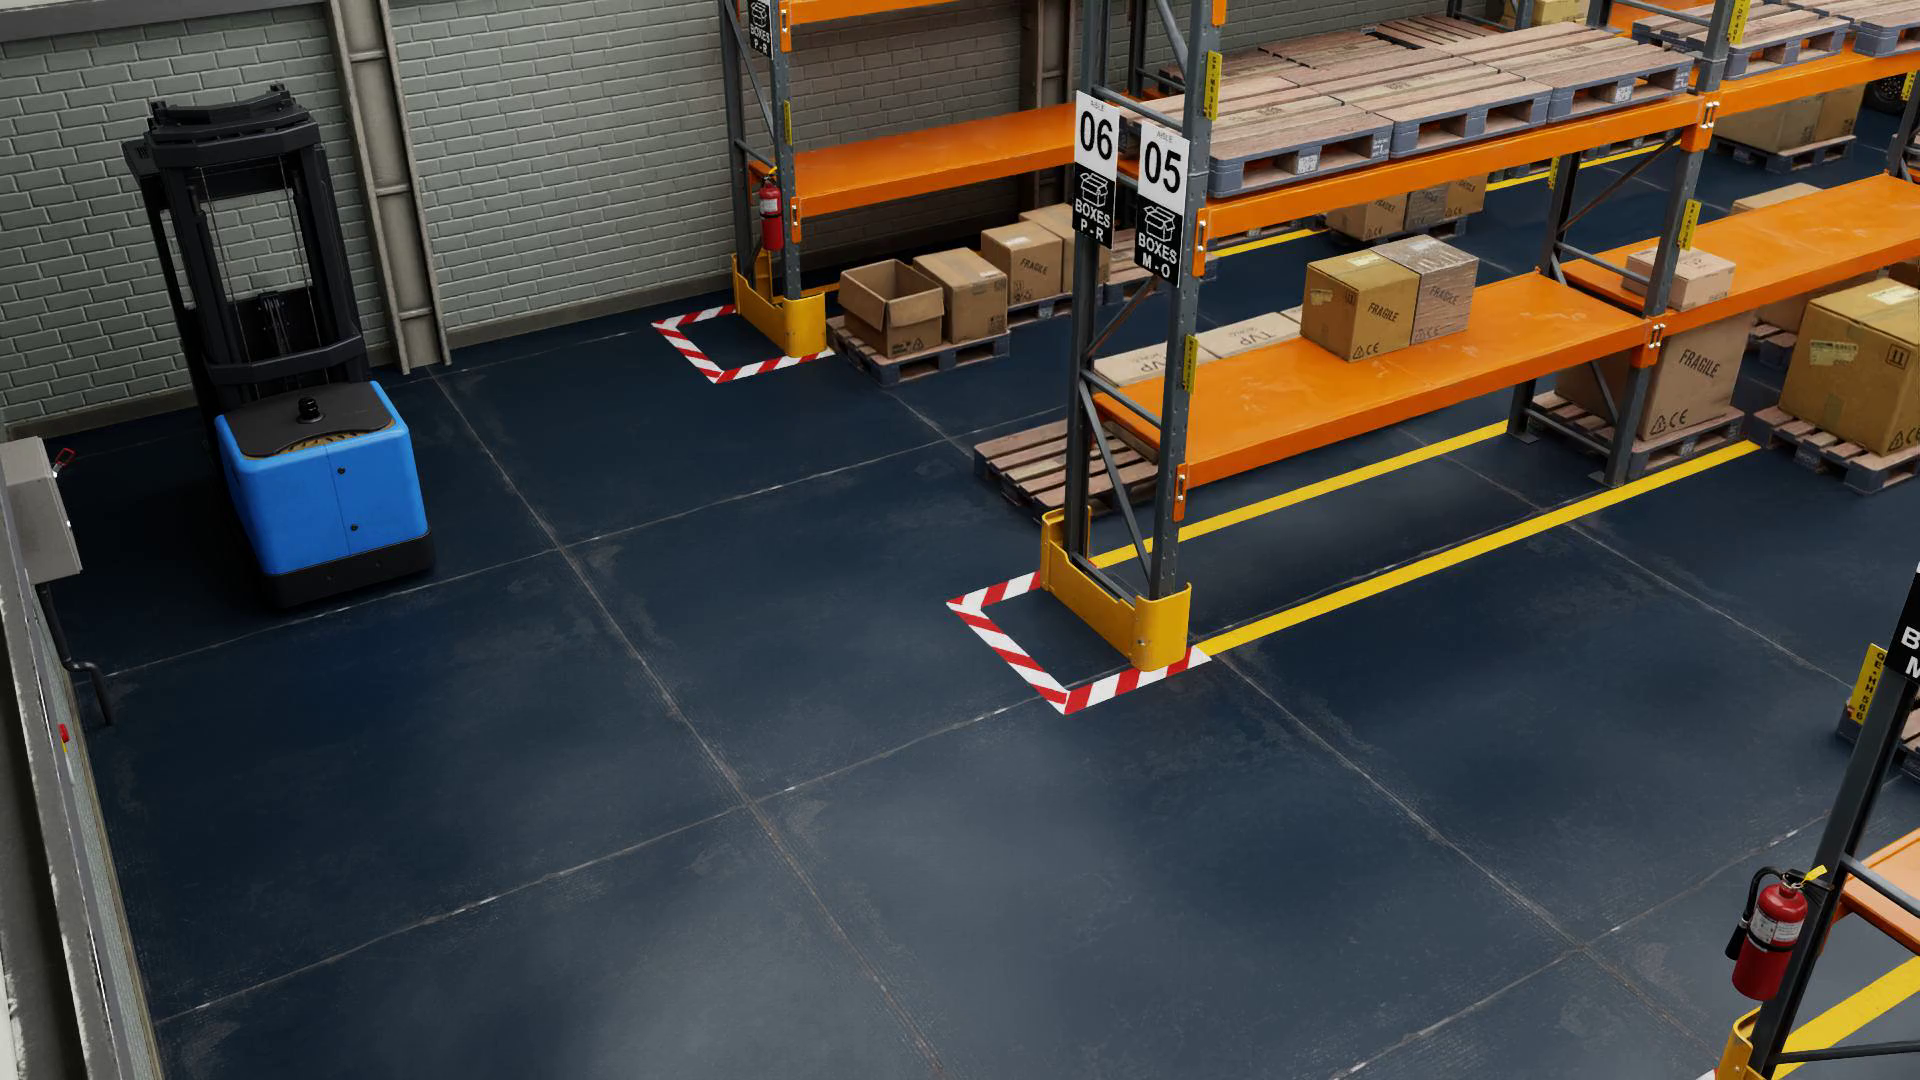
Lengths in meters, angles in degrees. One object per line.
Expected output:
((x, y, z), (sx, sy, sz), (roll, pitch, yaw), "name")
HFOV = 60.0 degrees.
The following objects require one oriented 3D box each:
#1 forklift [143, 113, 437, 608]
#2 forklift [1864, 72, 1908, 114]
((-4.289, -1.259, 10.509), (1.129, 2.768, 1.873), (-17, 36, -26), "forklift")
((11.468, -5.645, 18.244), (1.214, 2.155, 2.313), (-17, 36, -26), "forklift")
